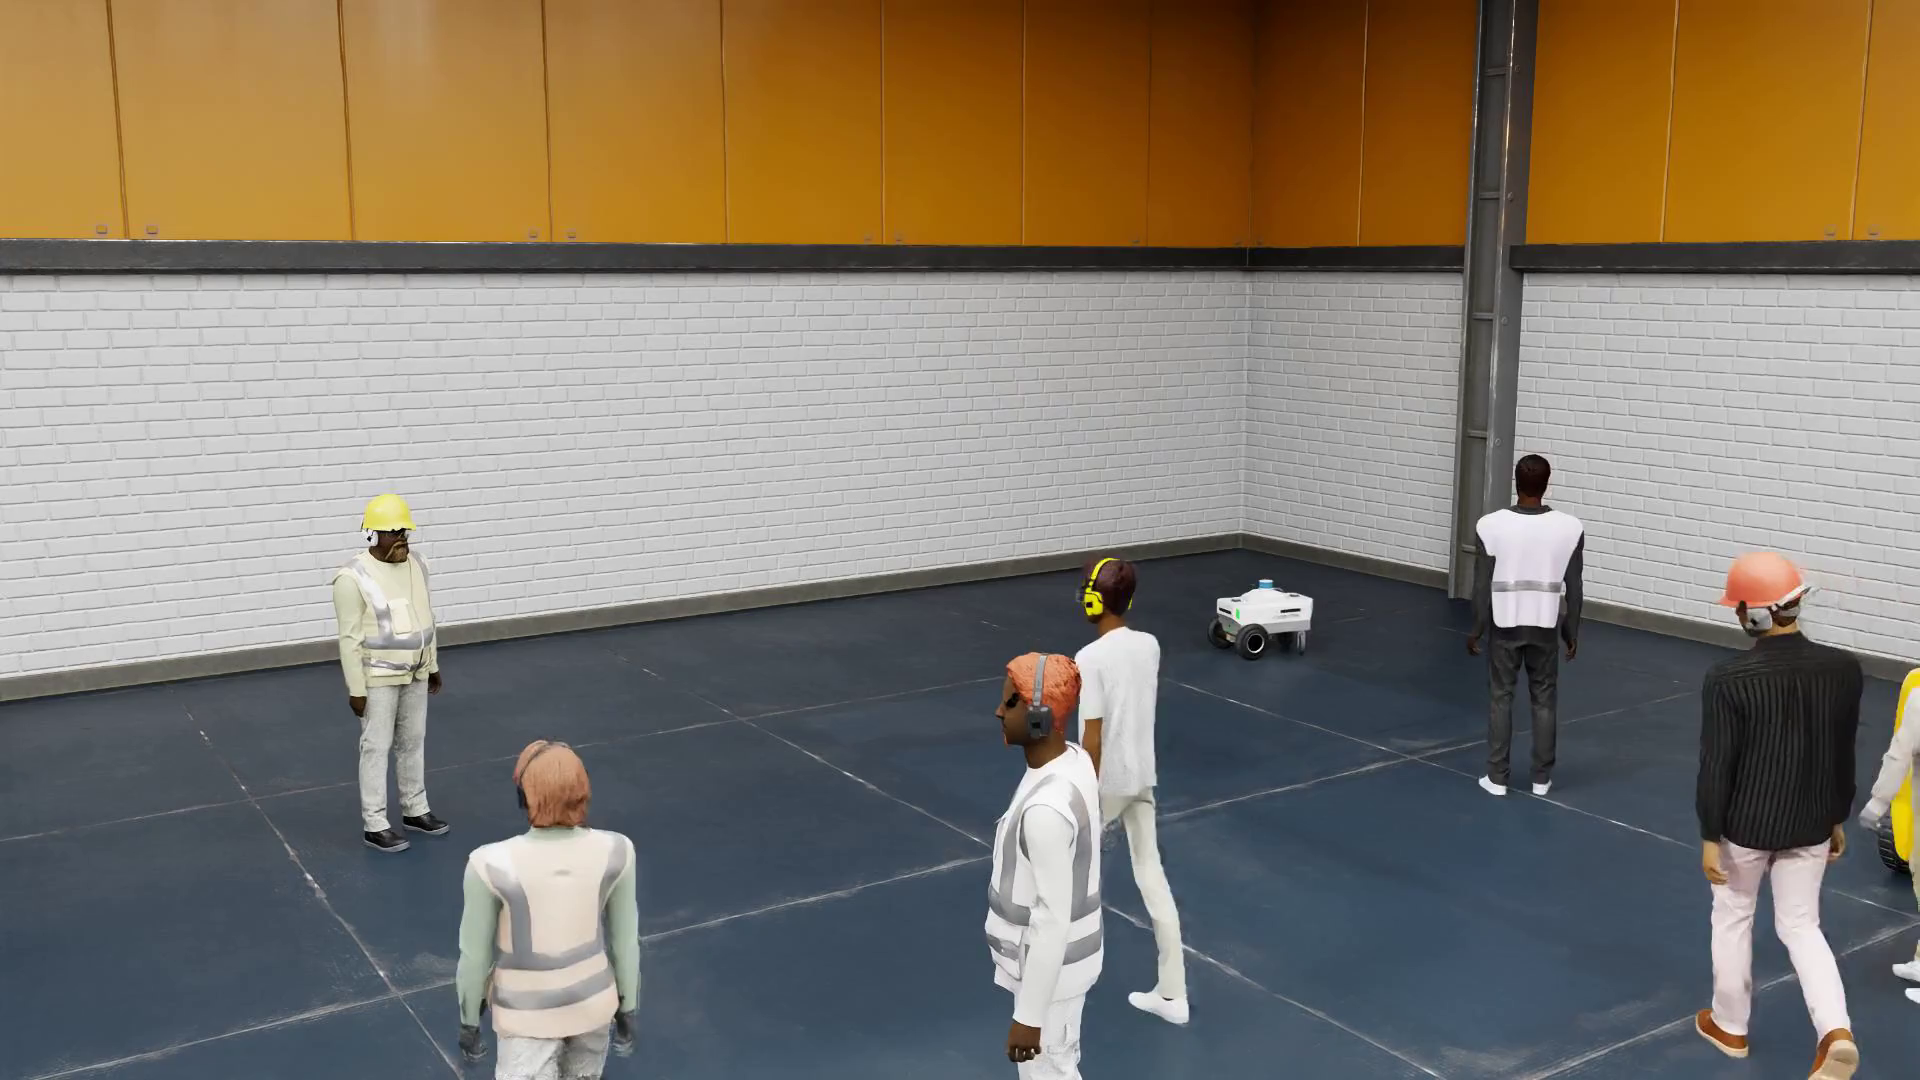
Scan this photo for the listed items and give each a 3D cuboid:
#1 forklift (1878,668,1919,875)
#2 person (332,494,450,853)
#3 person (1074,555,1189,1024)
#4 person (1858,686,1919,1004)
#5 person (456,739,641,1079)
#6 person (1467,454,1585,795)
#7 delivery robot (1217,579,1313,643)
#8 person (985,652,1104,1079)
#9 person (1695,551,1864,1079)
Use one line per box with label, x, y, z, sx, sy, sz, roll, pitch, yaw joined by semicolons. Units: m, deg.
forklift;5.511;0.571;7.906;2.313;2.155;1.214;-6;11;-33
person;-2.882;0.665;8.464;0.403;1.824;0.593;4;10;25
person;0.568;0.964;6.656;0.558;1.818;0.956;-9;13;-43
person;3.872;1.066;6.650;0.506;1.615;0.553;-4;10;-23
person;-1.140;1.382;4.764;0.520;1.613;0.731;-6;11;-34
person;3.151;0.488;9.298;0.613;1.926;0.410;1;10;9
delivery robot;2.331;0.545;12.706;0.707;0.478;0.477;-4;10;-22
person;0.233;1.243;4.795;0.355;1.883;0.575;1;9;7
person;2.944;1.021;5.940;0.618;1.952;0.831;0;9;-1
